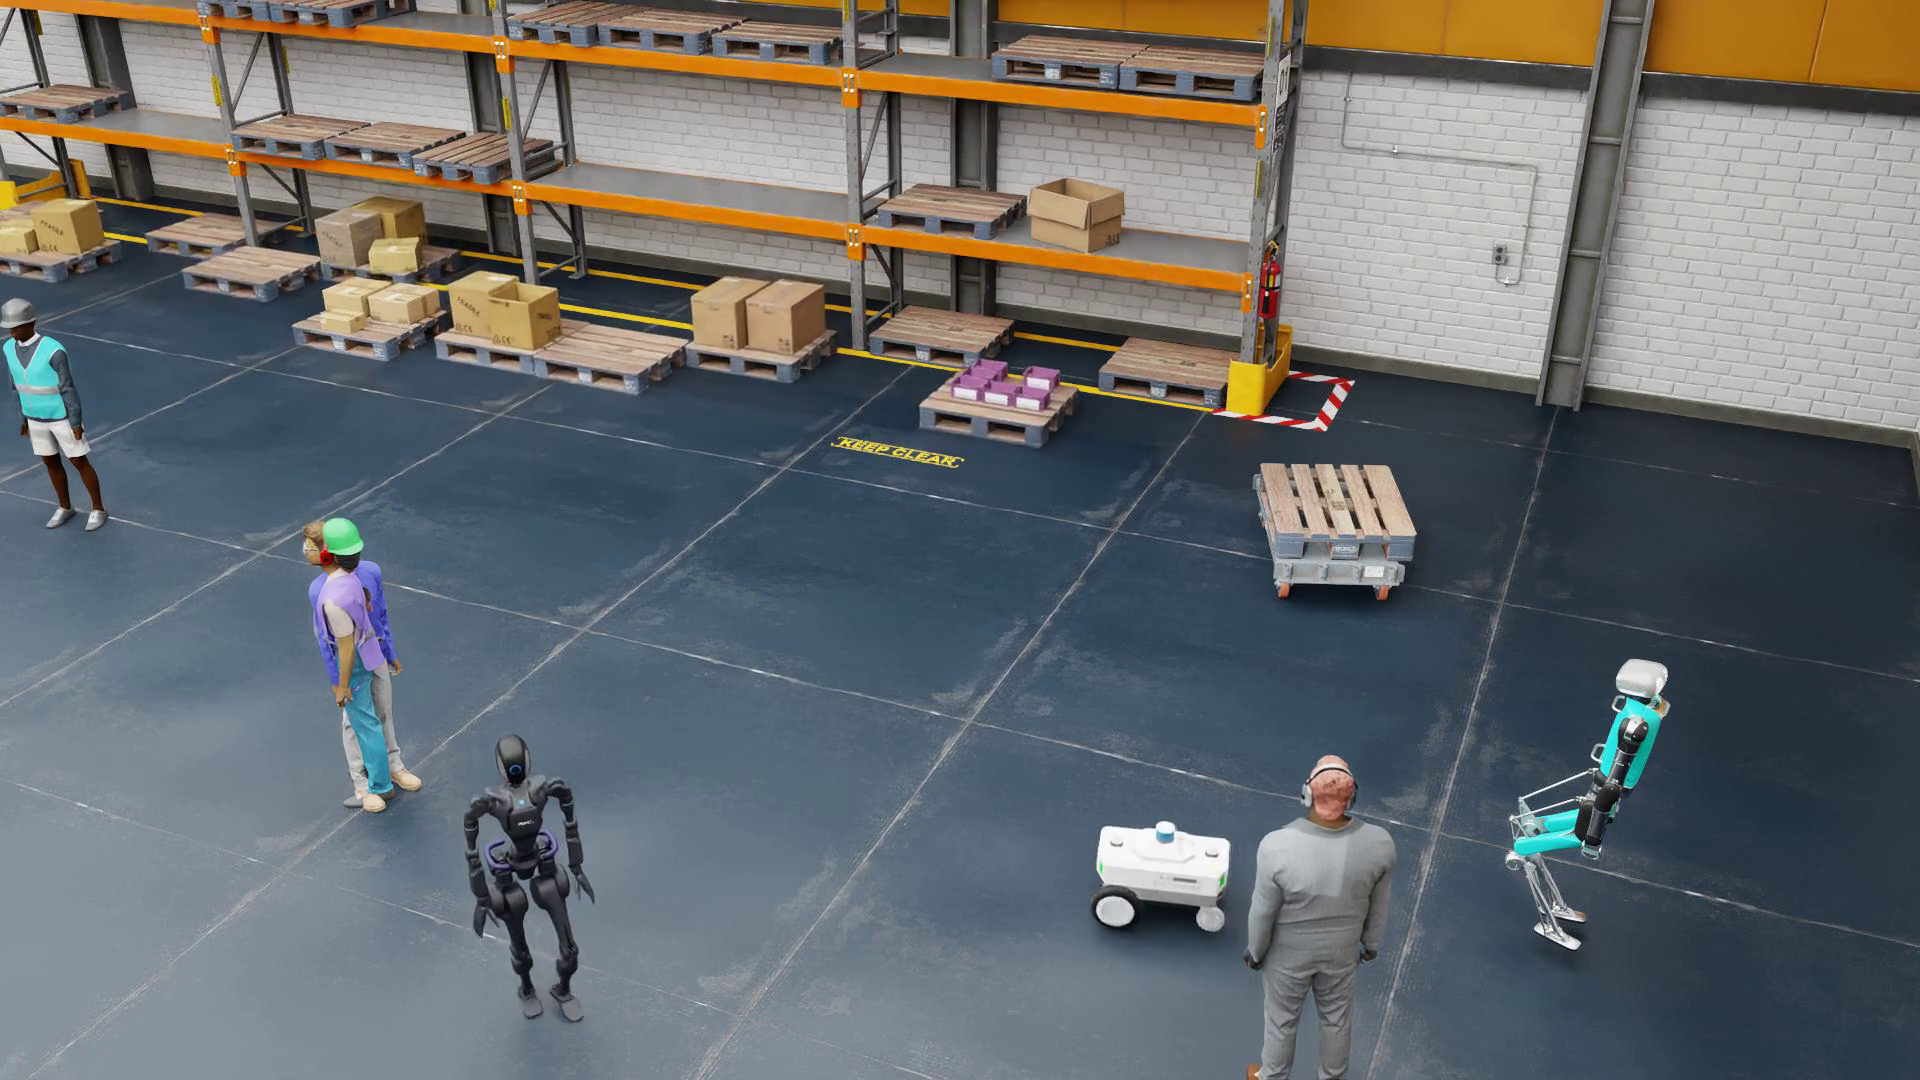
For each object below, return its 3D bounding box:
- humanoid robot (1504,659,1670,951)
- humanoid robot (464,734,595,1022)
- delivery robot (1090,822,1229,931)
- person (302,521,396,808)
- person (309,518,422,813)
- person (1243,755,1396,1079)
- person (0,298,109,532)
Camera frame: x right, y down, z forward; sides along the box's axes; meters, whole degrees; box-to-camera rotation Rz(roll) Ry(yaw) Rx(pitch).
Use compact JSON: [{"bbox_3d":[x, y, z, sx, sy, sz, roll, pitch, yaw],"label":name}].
[{"bbox_3d":[3.162,1.320,8.625,0.735,1.677,0.533,15,31,27],"label":"humanoid robot"},{"bbox_3d":[-2.117,1.664,8.167,0.601,1.645,0.394,-14,30,-25],"label":"humanoid robot"},{"bbox_3d":[1.089,1.818,9.112,0.814,0.611,0.499,5,28,9],"label":"delivery robot"},{"bbox_3d":[-3.578,0.719,9.813,0.391,1.849,0.563,-6,28,-11],"label":"person"},{"bbox_3d":[-3.519,0.716,9.799,0.341,1.873,0.459,19,33,32],"label":"person"},{"bbox_3d":[1.612,1.816,7.625,0.650,1.905,0.406,-3,27,-6],"label":"person"},{"bbox_3d":[-7.122,-0.986,13.038,0.554,1.931,0.454,4,28,8],"label":"person"}]
